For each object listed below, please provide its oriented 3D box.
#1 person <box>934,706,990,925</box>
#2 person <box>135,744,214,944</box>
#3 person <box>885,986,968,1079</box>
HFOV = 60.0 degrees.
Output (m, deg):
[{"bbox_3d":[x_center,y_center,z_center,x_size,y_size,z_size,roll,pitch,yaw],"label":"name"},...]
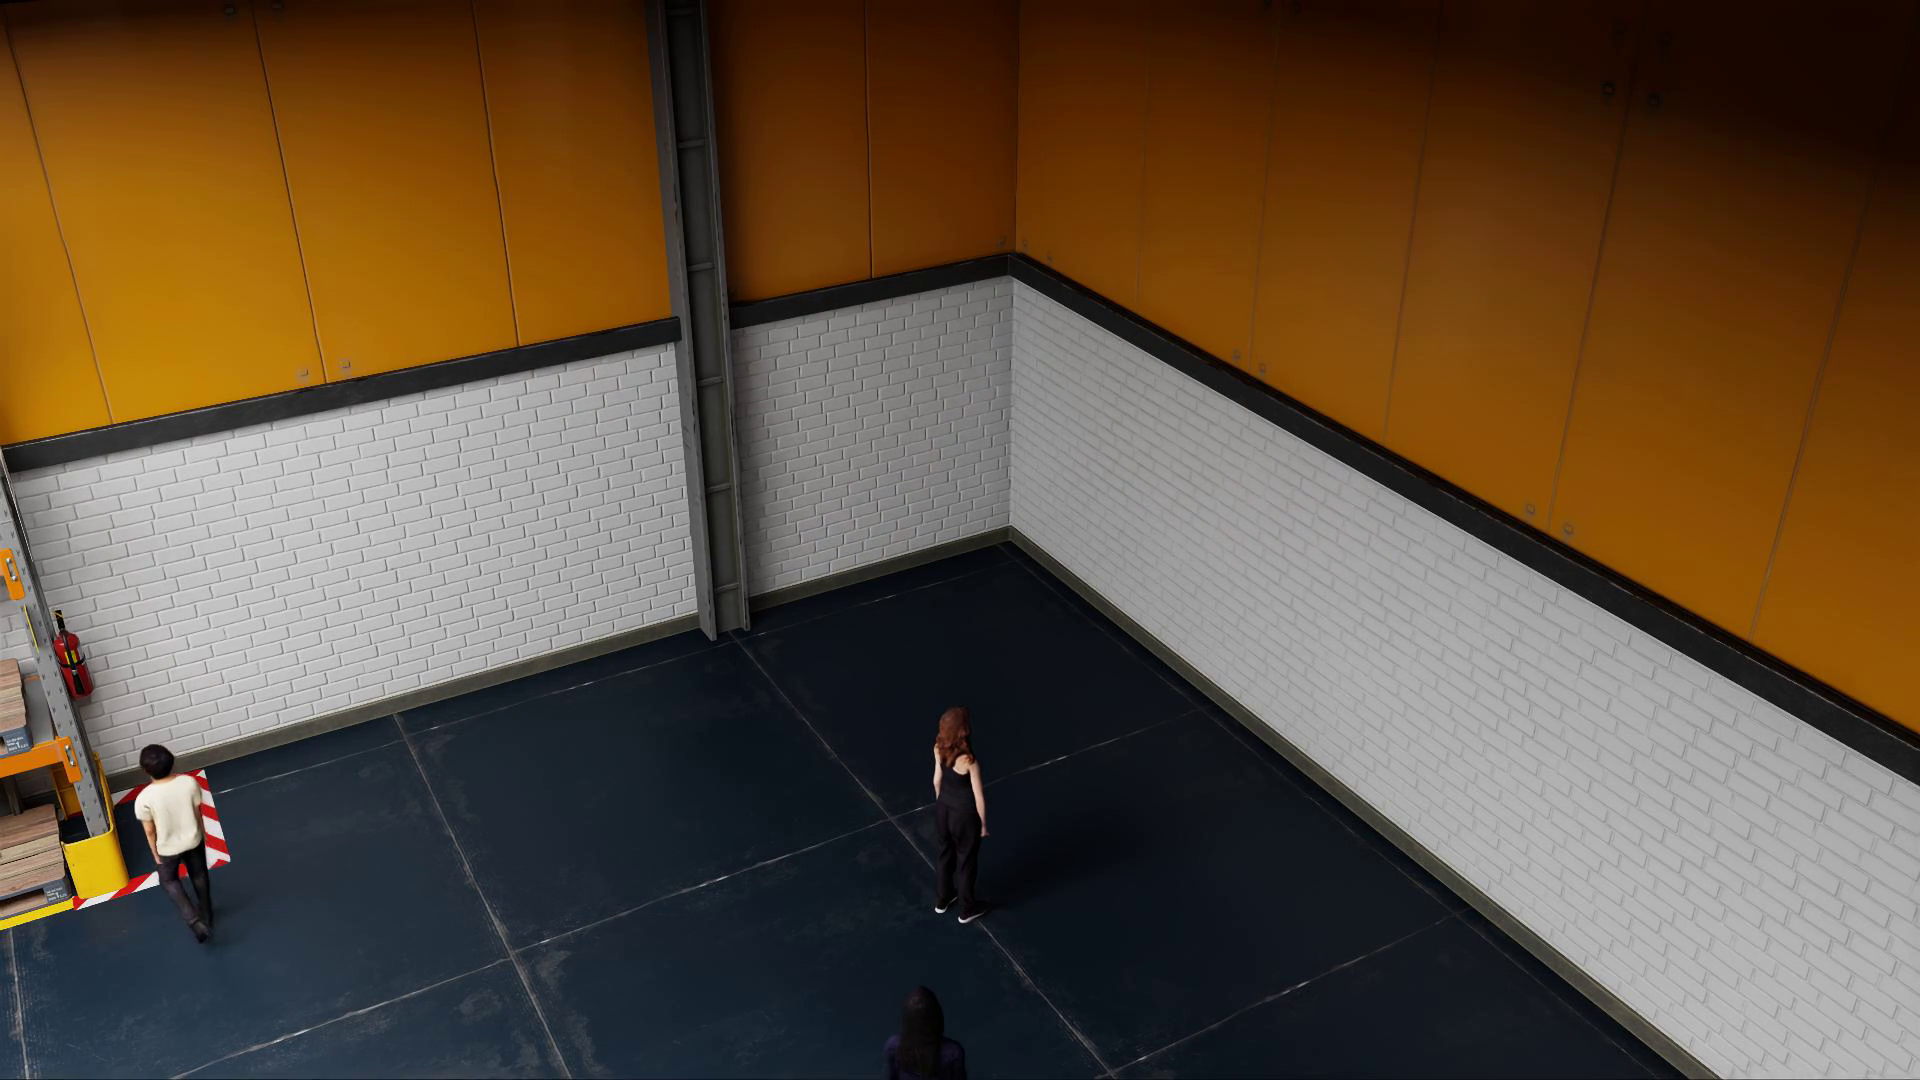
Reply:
[{"bbox_3d":[-0.025,1.898,11.568,0.648,1.748,0.649,20,34,32],"label":"person"},{"bbox_3d":[-5.336,2.090,11.387,0.742,1.584,0.752,-25,37,-38],"label":"person"},{"bbox_3d":[-0.183,3.204,9.202,0.905,1.722,0.951,5,29,10],"label":"person"}]
